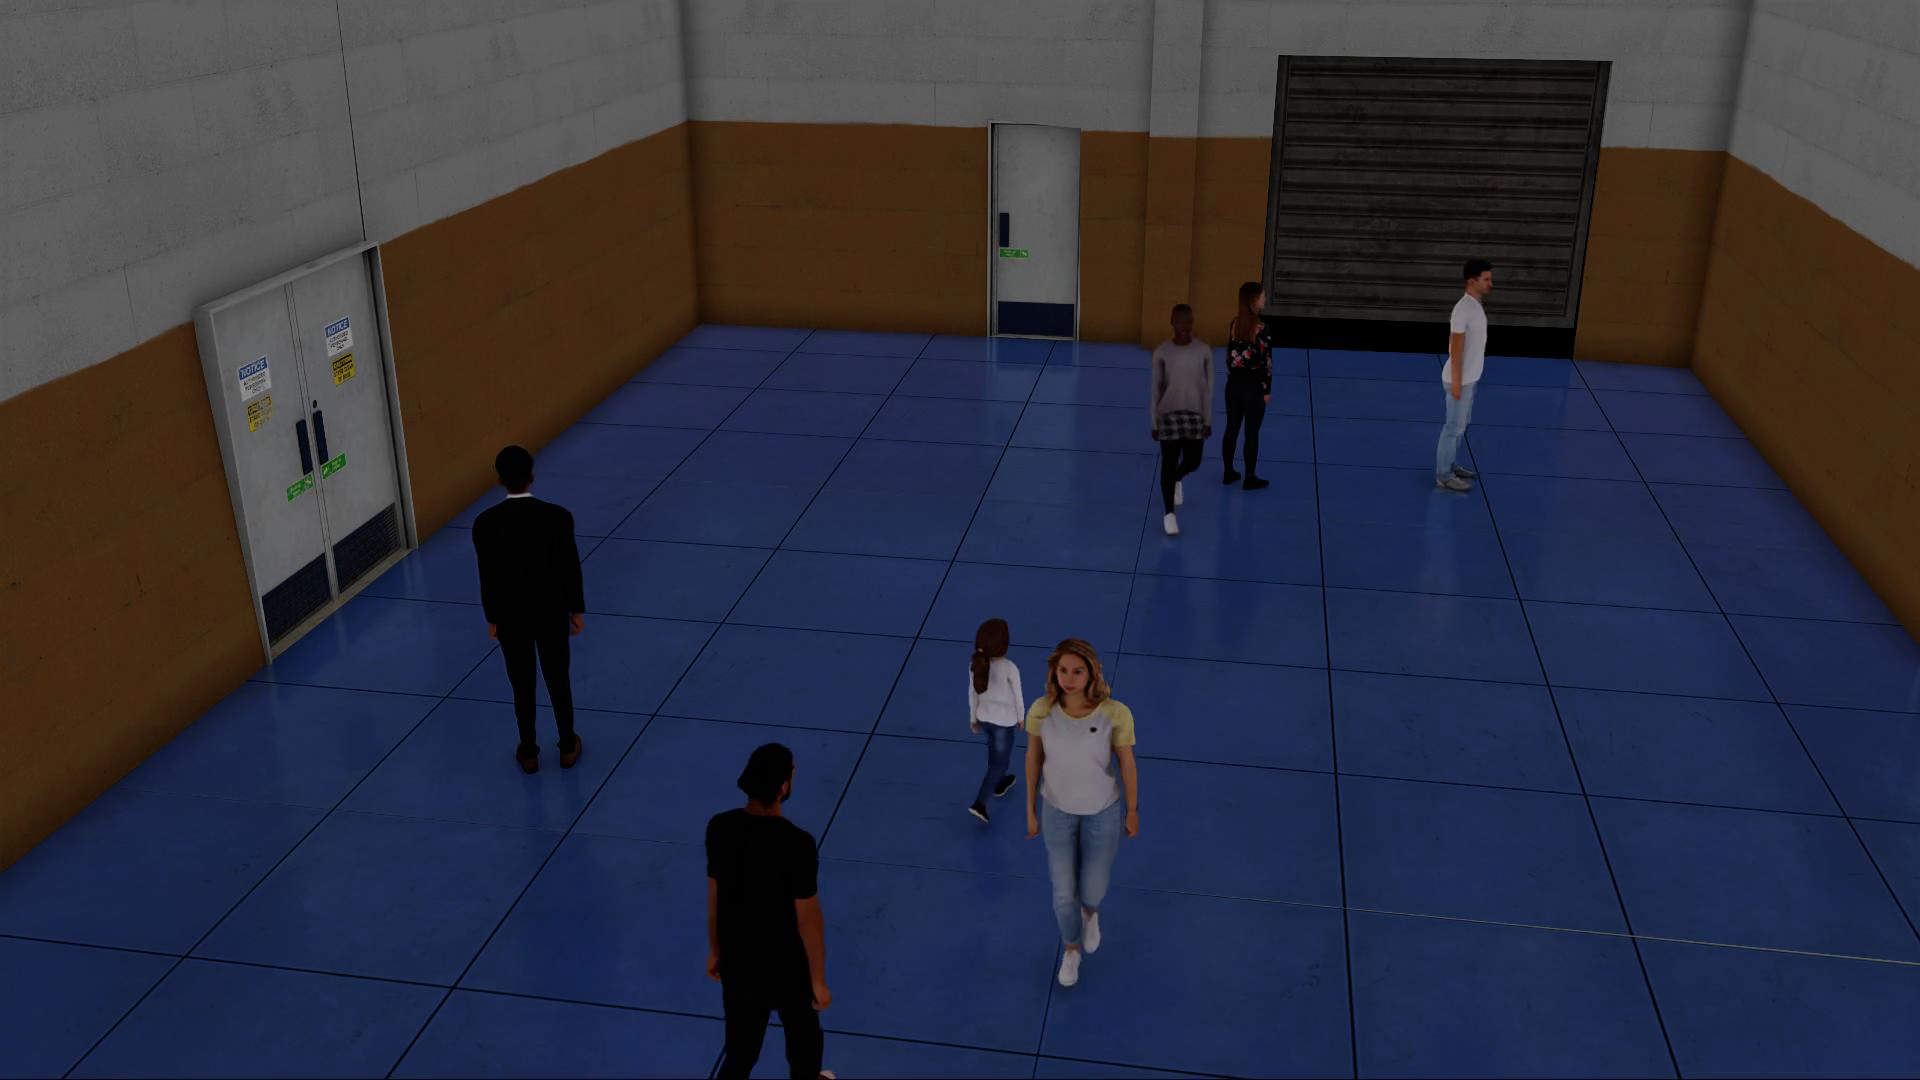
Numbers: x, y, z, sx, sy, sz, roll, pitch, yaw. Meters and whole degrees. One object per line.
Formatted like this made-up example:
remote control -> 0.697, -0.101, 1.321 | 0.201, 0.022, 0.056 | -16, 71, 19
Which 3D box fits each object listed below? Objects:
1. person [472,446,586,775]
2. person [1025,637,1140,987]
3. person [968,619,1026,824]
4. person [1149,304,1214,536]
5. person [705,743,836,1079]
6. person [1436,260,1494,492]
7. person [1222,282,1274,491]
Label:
person -> -2.336, 0.385, 9.067 | 0.679, 1.884, 0.834 | -7, 23, -16
person -> 0.536, 1.164, 7.346 | 0.604, 1.706, 0.709 | 6, 23, 14
person -> 0.169, 0.948, 8.725 | 0.775, 1.094, 0.695 | 14, 26, 31
person -> 1.648, -0.941, 12.536 | 0.870, 1.759, 0.803 | -1, 22, -1
person -> -0.763, 1.635, 6.184 | 1.126, 1.715, 0.887 | 8, 23, 20
person -> 4.029, -1.337, 13.385 | 0.753, 1.861, 0.769 | 11, 24, 25
person -> 2.303, -1.241, 13.383 | 0.710, 1.684, 0.636 | -17, 28, -36
